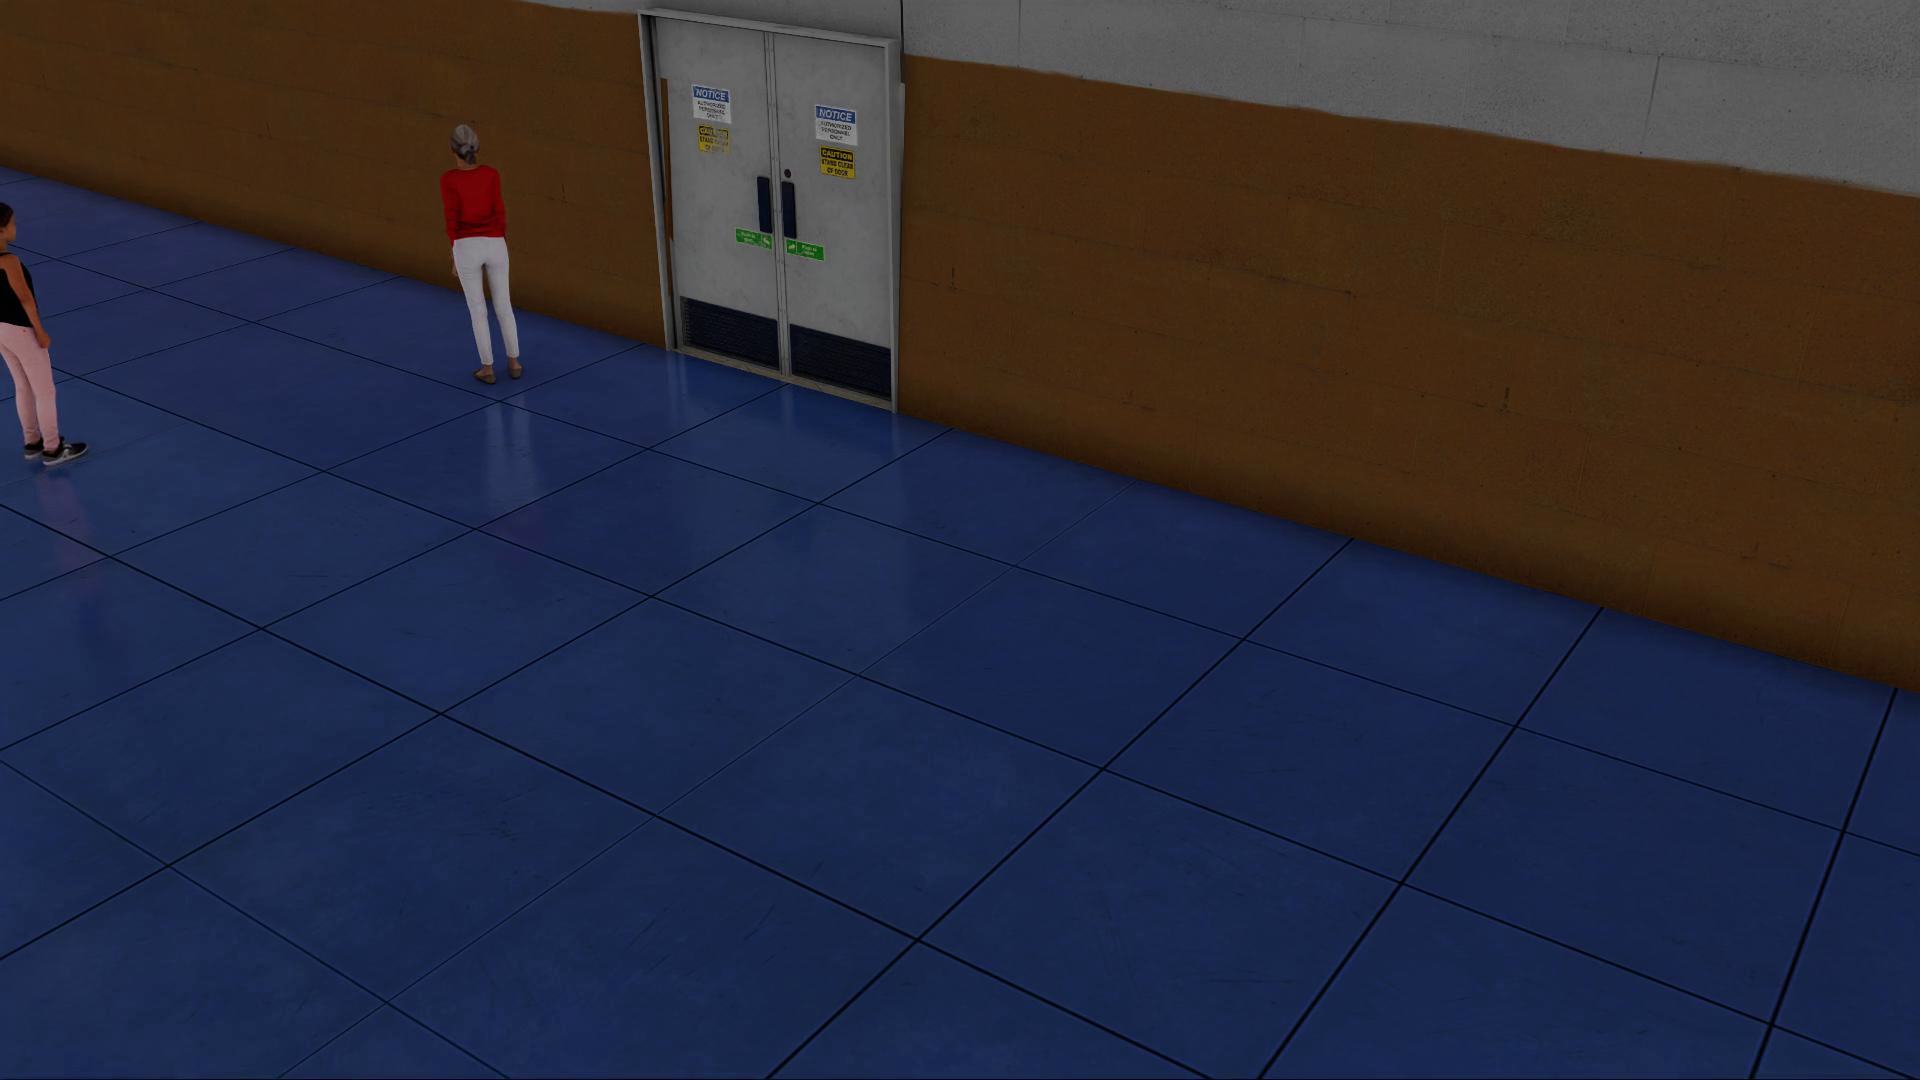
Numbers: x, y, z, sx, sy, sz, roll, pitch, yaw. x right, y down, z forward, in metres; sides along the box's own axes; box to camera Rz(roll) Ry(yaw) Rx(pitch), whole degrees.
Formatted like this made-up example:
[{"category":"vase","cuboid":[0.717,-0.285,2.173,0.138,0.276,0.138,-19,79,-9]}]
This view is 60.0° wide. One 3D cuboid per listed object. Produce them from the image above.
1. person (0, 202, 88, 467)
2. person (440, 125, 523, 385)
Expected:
[{"category":"person","cuboid":[-5.452,-1.187,9.625,0.549,1.559,0.547,13,30,25]},{"category":"person","cuboid":[-3.103,-1.843,10.769,0.597,1.693,0.689,-14,30,-26]}]
